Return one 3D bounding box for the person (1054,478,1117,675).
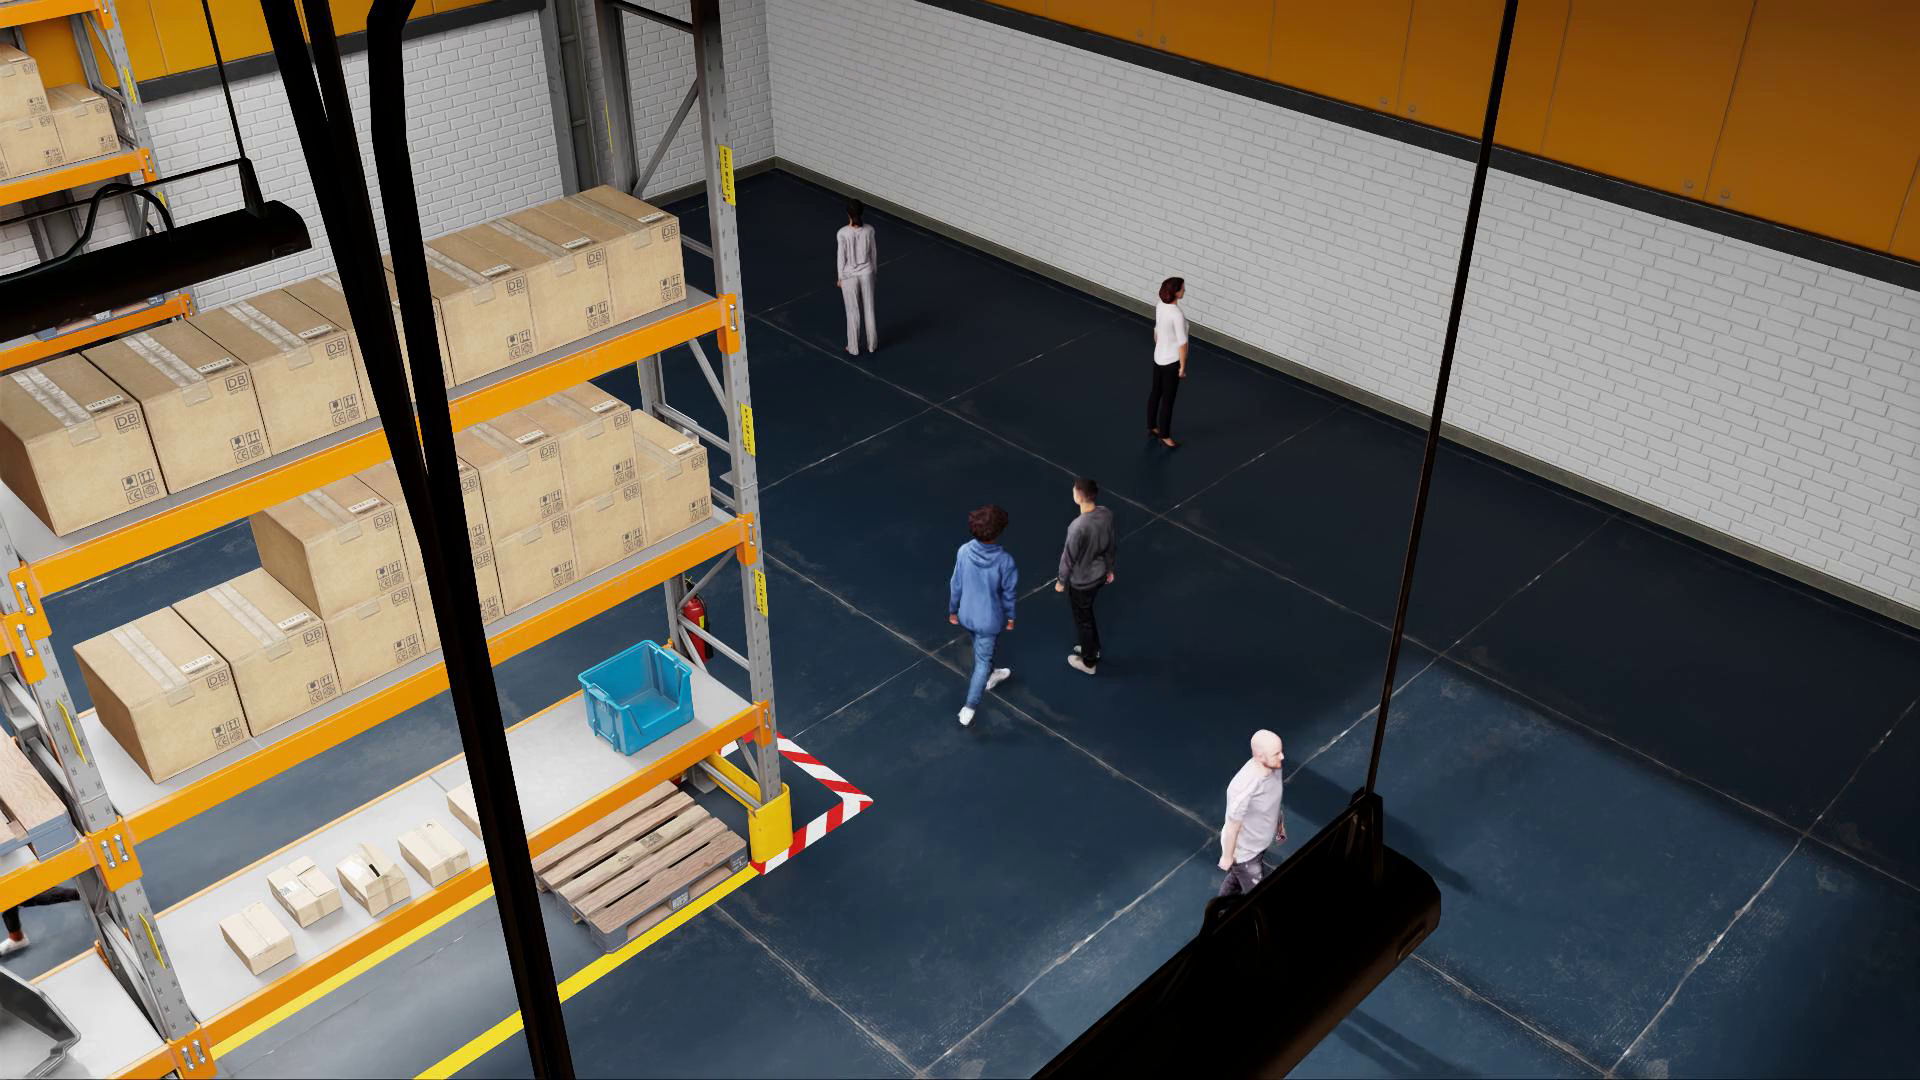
[{"bbox_3d":[1.073,0.326,13.136,0.705,1.750,0.545,25,41,32],"label":"person"}]

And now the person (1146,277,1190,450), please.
[{"bbox_3d":[2.011,-1.729,16.187,0.634,1.794,0.674,-15,36,-21],"label":"person"}]

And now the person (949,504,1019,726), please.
[{"bbox_3d":[0.135,0.602,12.701,0.827,1.772,1.162,15,37,22],"label":"person"}]

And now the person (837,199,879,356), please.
[{"bbox_3d":[-1.090,-2.824,17.854,0.620,1.774,0.733,-10,35,-15],"label":"person"}]

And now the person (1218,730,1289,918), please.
[{"bbox_3d":[1.775,1.915,10.684,0.800,1.818,0.774,21,39,28],"label":"person"}]
